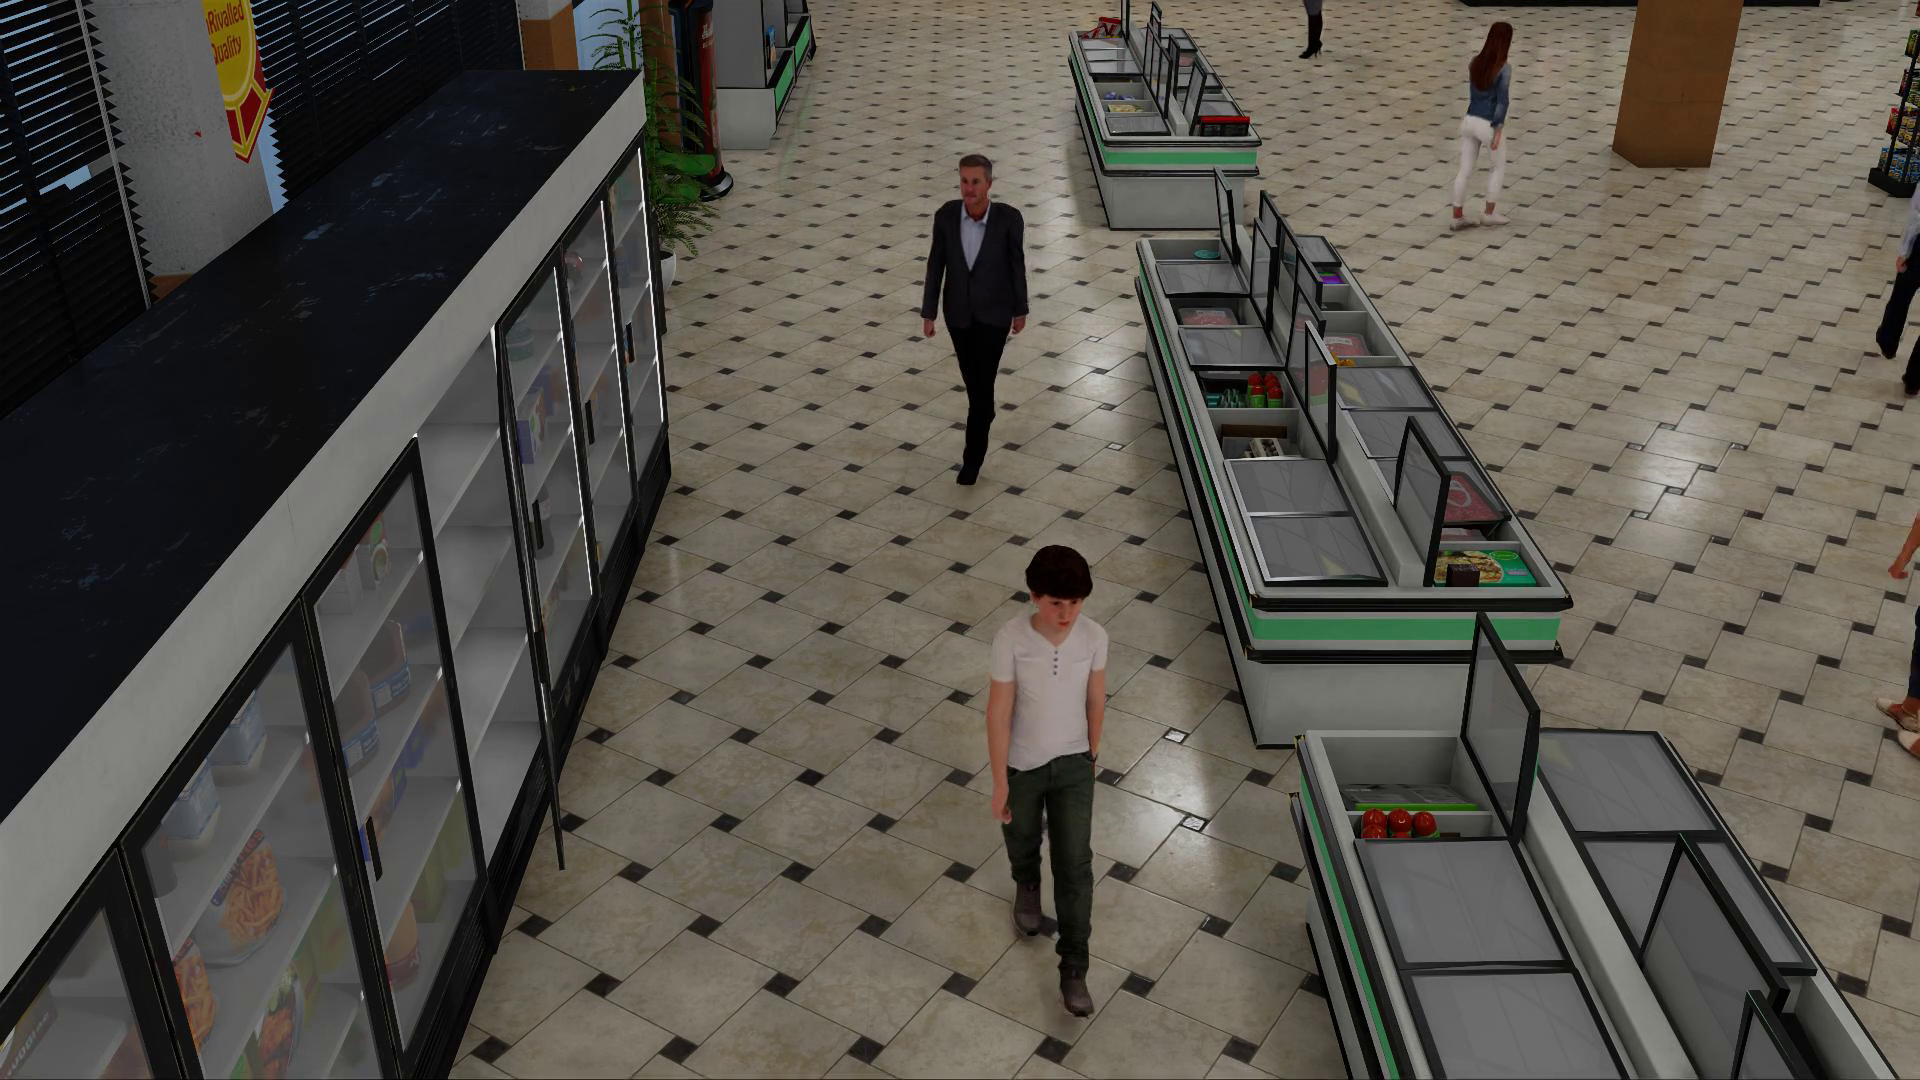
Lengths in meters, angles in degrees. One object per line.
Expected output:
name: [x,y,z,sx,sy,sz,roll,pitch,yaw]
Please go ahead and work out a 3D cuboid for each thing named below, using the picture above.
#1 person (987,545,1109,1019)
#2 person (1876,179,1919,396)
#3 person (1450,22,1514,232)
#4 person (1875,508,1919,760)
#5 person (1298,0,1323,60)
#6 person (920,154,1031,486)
person: [0.267,0.724,5.689,0.606,1.609,1.086,-2,27,-3]
person: [6.176,-1.786,10.449,0.928,1.781,1.193,9,28,18]
person: [4.230,-3.370,13.679,0.865,1.684,0.817,-17,32,-30]
person: [4.081,0.152,6.632,0.704,1.777,0.774,-6,28,-12]
person: [4.385,-6.836,20.436,0.788,1.755,0.641,7,28,14]
person: [0.114,-1.302,9.487,0.983,1.788,1.313,8,28,15]
